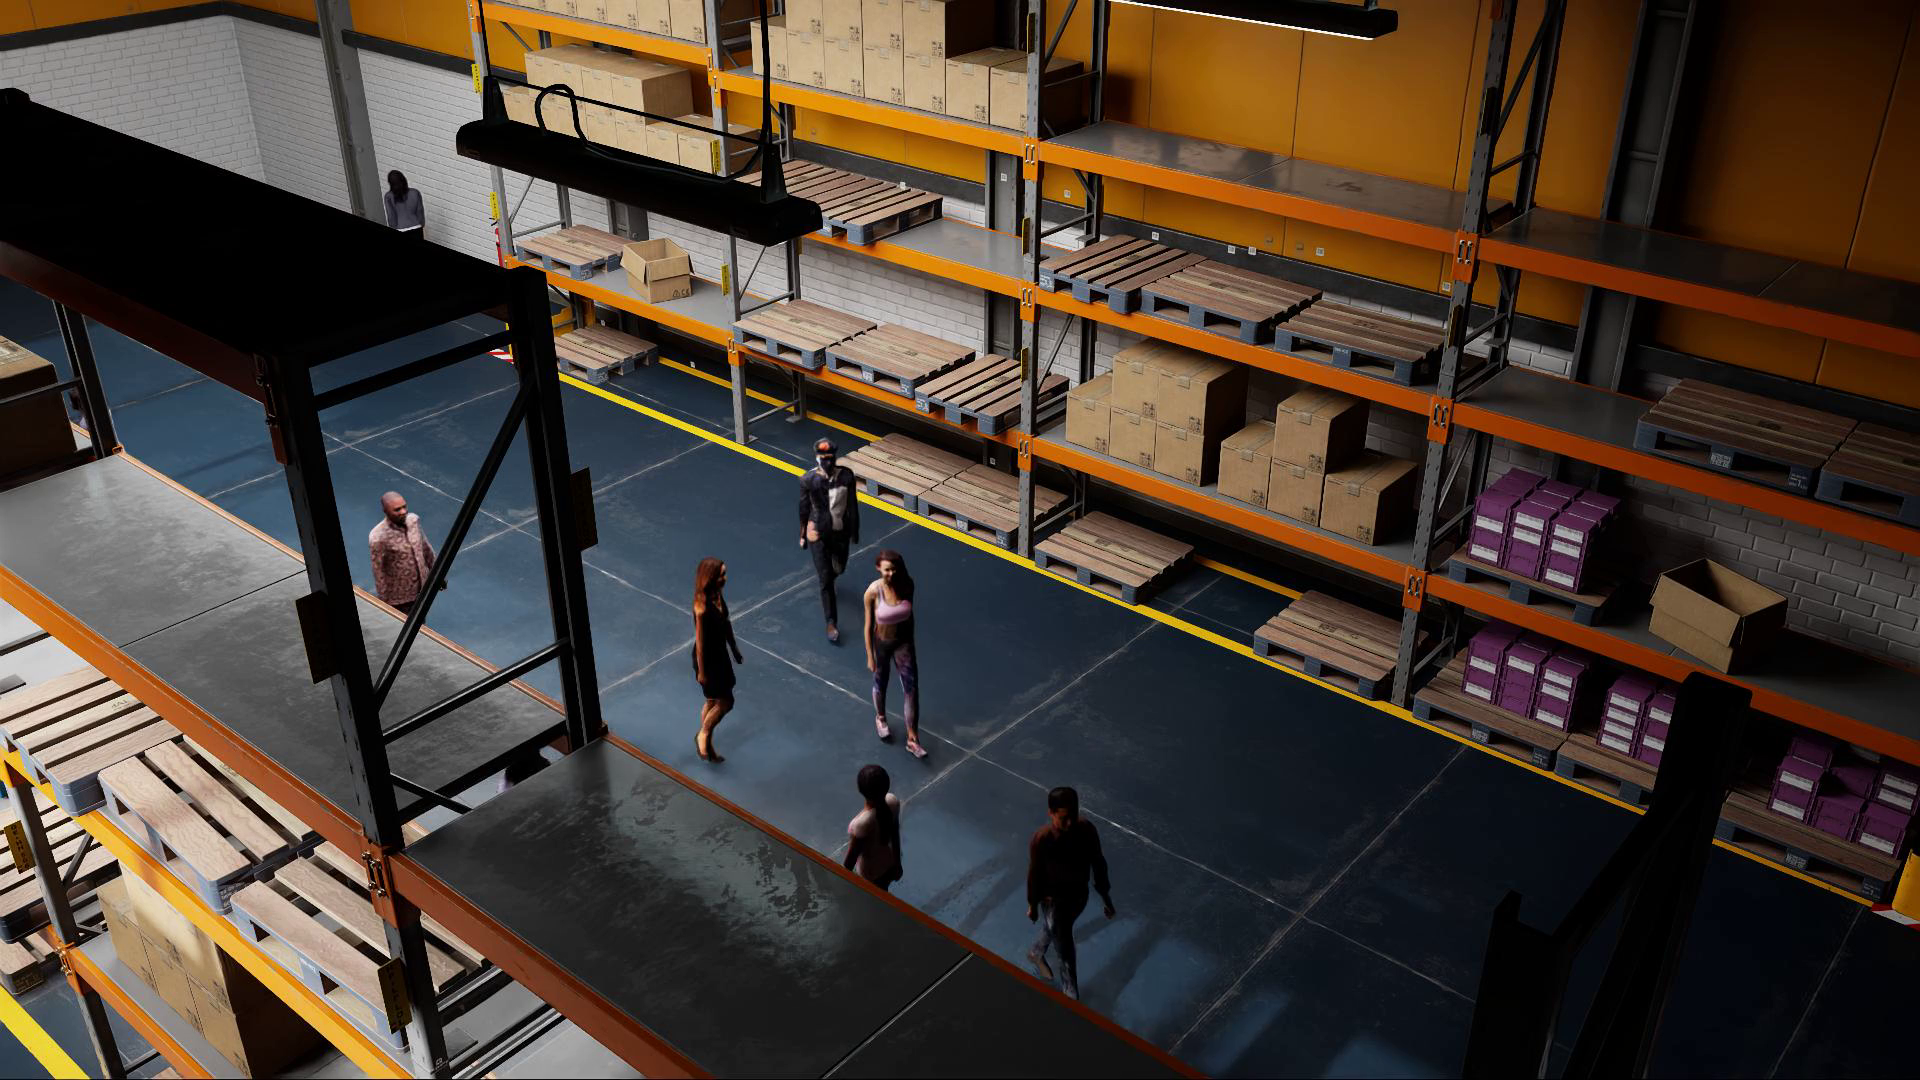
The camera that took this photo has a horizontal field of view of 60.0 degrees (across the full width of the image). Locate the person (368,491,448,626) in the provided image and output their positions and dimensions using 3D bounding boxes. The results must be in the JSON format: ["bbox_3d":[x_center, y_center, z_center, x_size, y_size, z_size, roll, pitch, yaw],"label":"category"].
[{"bbox_3d":[-4.700,0.378,13.971,0.927,1.794,0.813,12,31,21],"label":"person"}]

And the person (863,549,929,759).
[{"bbox_3d":[-0.579,0.823,13.210,0.867,1.743,1.038,-11,30,-19],"label":"person"}]

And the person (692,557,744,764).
[{"bbox_3d":[-2.011,0.957,12.879,0.772,1.823,0.725,6,29,10],"label":"person"}]

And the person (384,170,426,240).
[{"bbox_3d":[-7.543,-4.264,22.688,0.754,1.596,0.759,-17,33,-28],"label":"person"}]

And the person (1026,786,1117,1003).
[{"bbox_3d":[0.619,2.247,10.607,0.930,1.734,1.230,-15,32,-25],"label":"person"}]

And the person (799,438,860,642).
[{"bbox_3d":[-1.176,-0.087,14.754,1.107,1.861,1.270,-8,30,-14],"label":"person"}]

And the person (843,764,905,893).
[{"bbox_3d":[-0.467,2.209,10.691,0.938,1.722,0.682,15,32,25],"label":"person"}]
